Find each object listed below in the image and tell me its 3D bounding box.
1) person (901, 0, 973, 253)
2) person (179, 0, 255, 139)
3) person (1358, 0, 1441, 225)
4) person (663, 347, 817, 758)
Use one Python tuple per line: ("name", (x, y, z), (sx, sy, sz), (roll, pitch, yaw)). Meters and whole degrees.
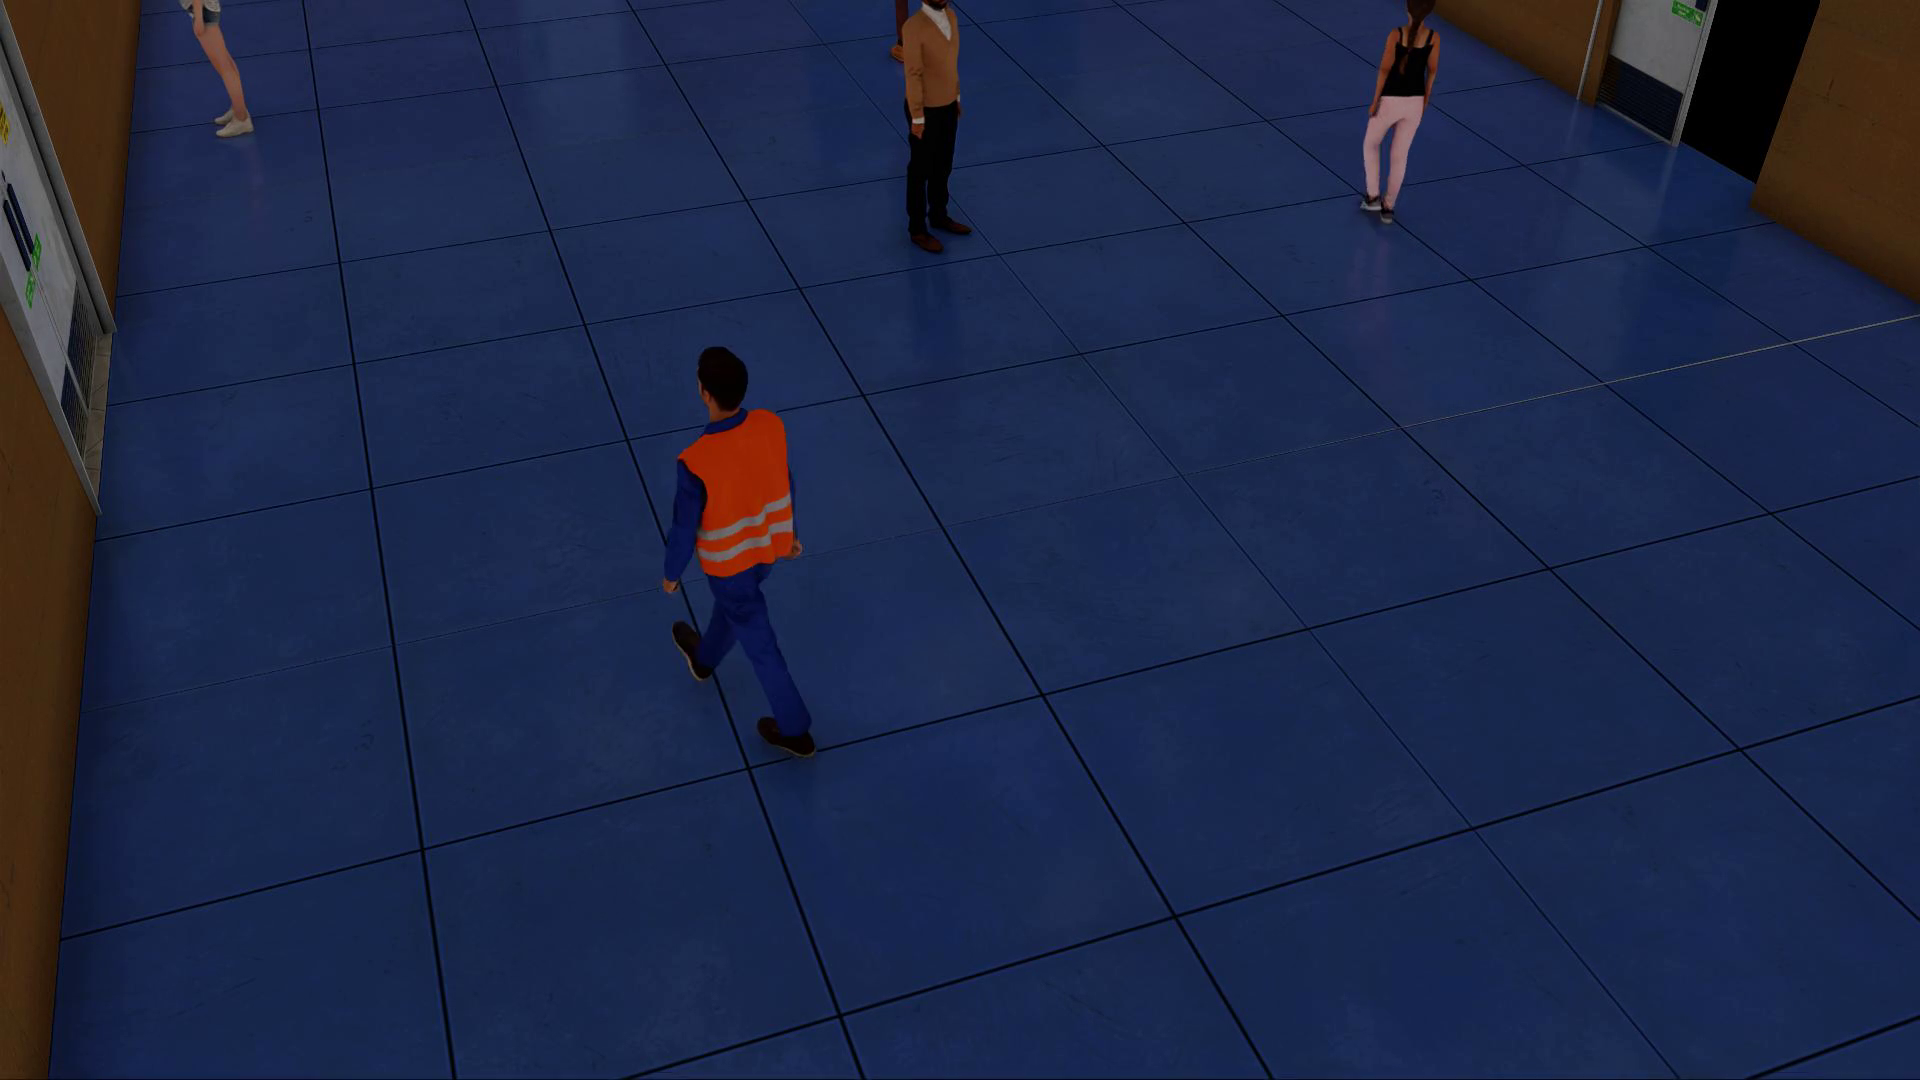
("person", (-0.172, -2.705, 10.406), (0.817, 1.754, 0.730), (22, 42, 26))
("person", (-5.345, -3.745, 11.792), (0.503, 1.755, 0.561), (-11, 38, -14))
("person", (2.823, -2.748, 10.632), (0.593, 1.553, 0.690), (0, 37, 0))
("person", (-0.807, 0.122, 6.585), (1.146, 1.820, 1.219), (26, 44, 30))
